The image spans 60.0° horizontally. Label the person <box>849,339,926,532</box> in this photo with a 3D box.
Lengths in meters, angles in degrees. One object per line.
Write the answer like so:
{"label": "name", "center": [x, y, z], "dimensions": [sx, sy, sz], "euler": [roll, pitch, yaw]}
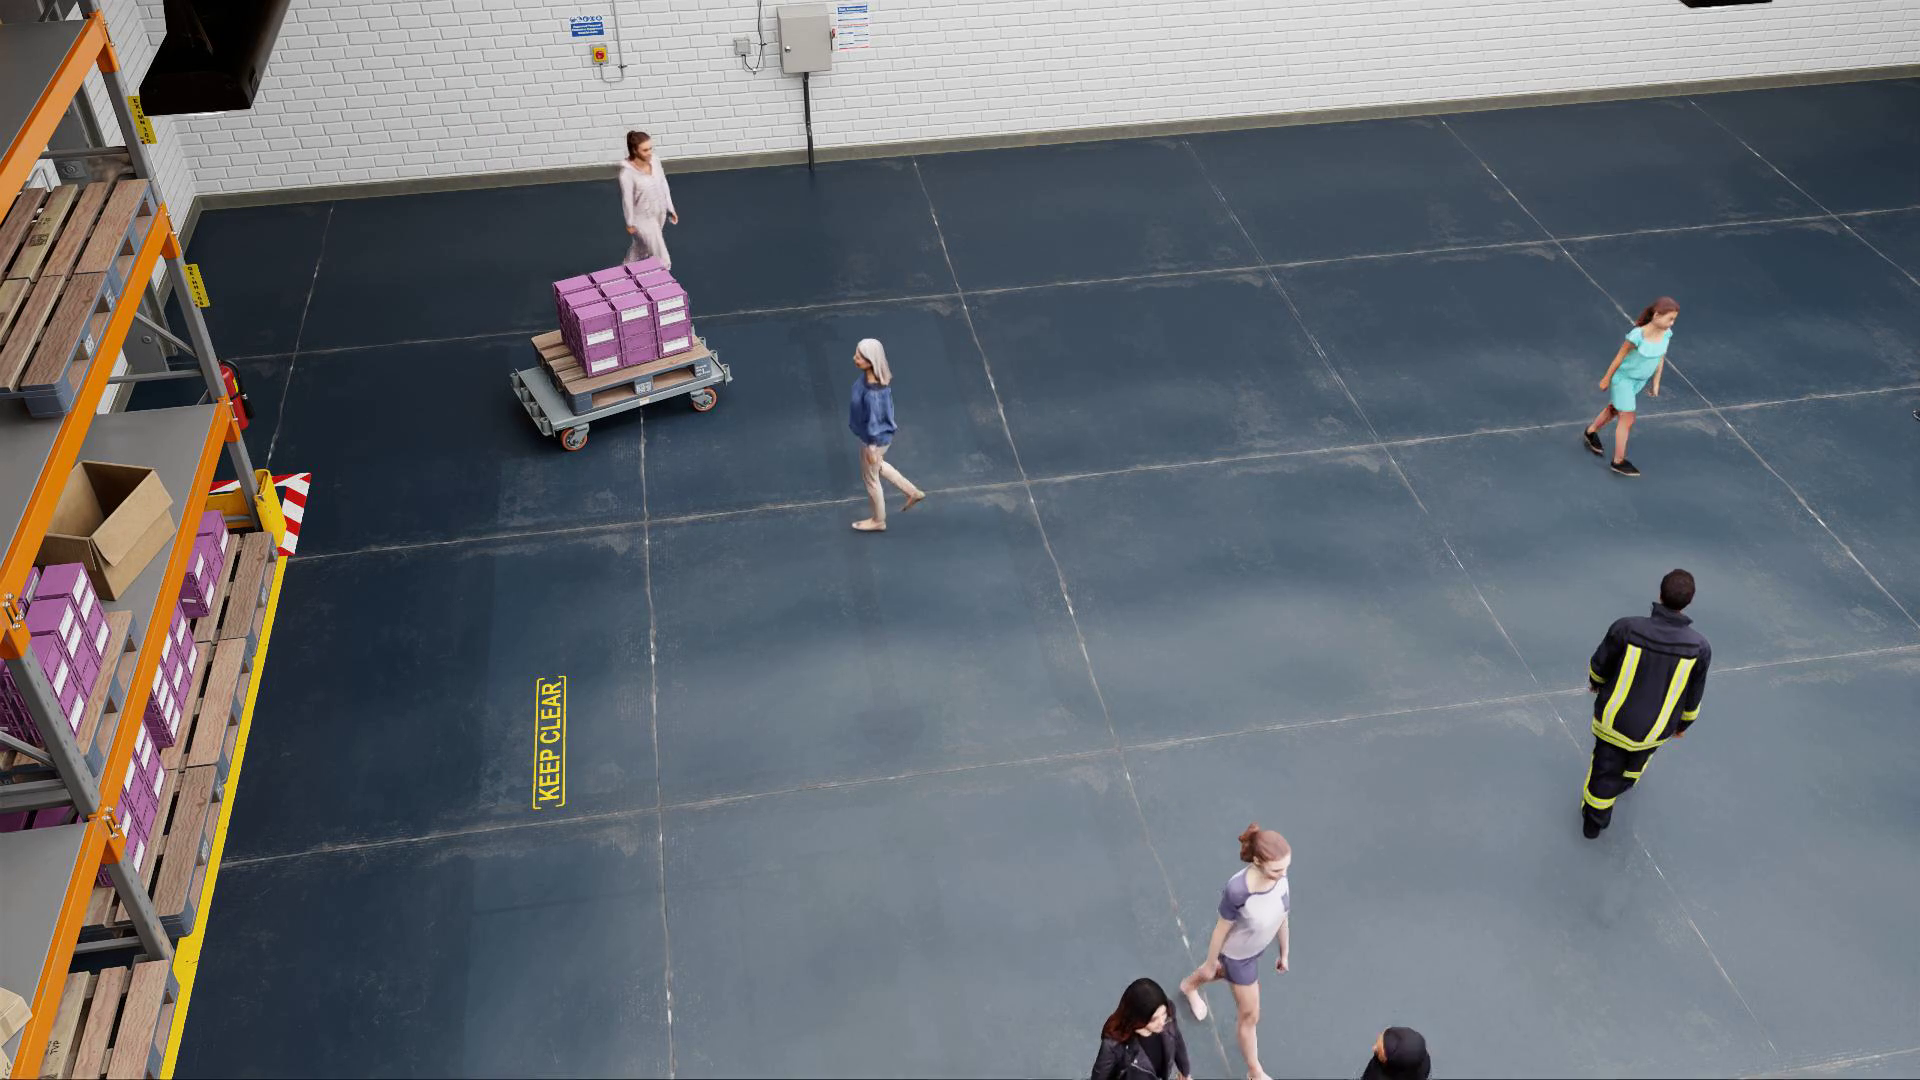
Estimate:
{"label": "person", "center": [-0.534, -0.762, 12.294], "dimensions": [0.774, 1.684, 0.790], "euler": [2, 39, 3]}

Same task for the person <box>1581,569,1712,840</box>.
{"label": "person", "center": [4.016, 1.046, 9.858], "dimensions": [1.093, 1.898, 1.187], "euler": [15, 41, 18]}

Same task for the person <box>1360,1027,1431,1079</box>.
{"label": "person", "center": [1.993, 2.776, 7.925], "dimensions": [0.746, 1.608, 0.793], "euler": [-26, 46, -29]}

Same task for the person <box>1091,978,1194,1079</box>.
{"label": "person", "center": [0.778, 2.623, 8.115], "dimensions": [0.940, 1.609, 1.058], "euler": [-30, 48, -32]}

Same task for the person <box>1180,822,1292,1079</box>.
{"label": "person", "center": [1.442, 2.074, 8.716], "dimensions": [0.941, 1.717, 1.163], "euler": [-25, 45, -28]}

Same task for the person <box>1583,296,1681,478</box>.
{"label": "person", "center": [5.216, -1.292, 13.089], "dimensions": [0.668, 1.521, 0.966], "euler": [-10, 40, -12]}

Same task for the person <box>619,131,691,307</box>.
{"label": "person", "center": [-2.898, -2.947, 15.059], "dimensions": [1.110, 1.647, 1.117], "euler": [19, 42, 22]}
